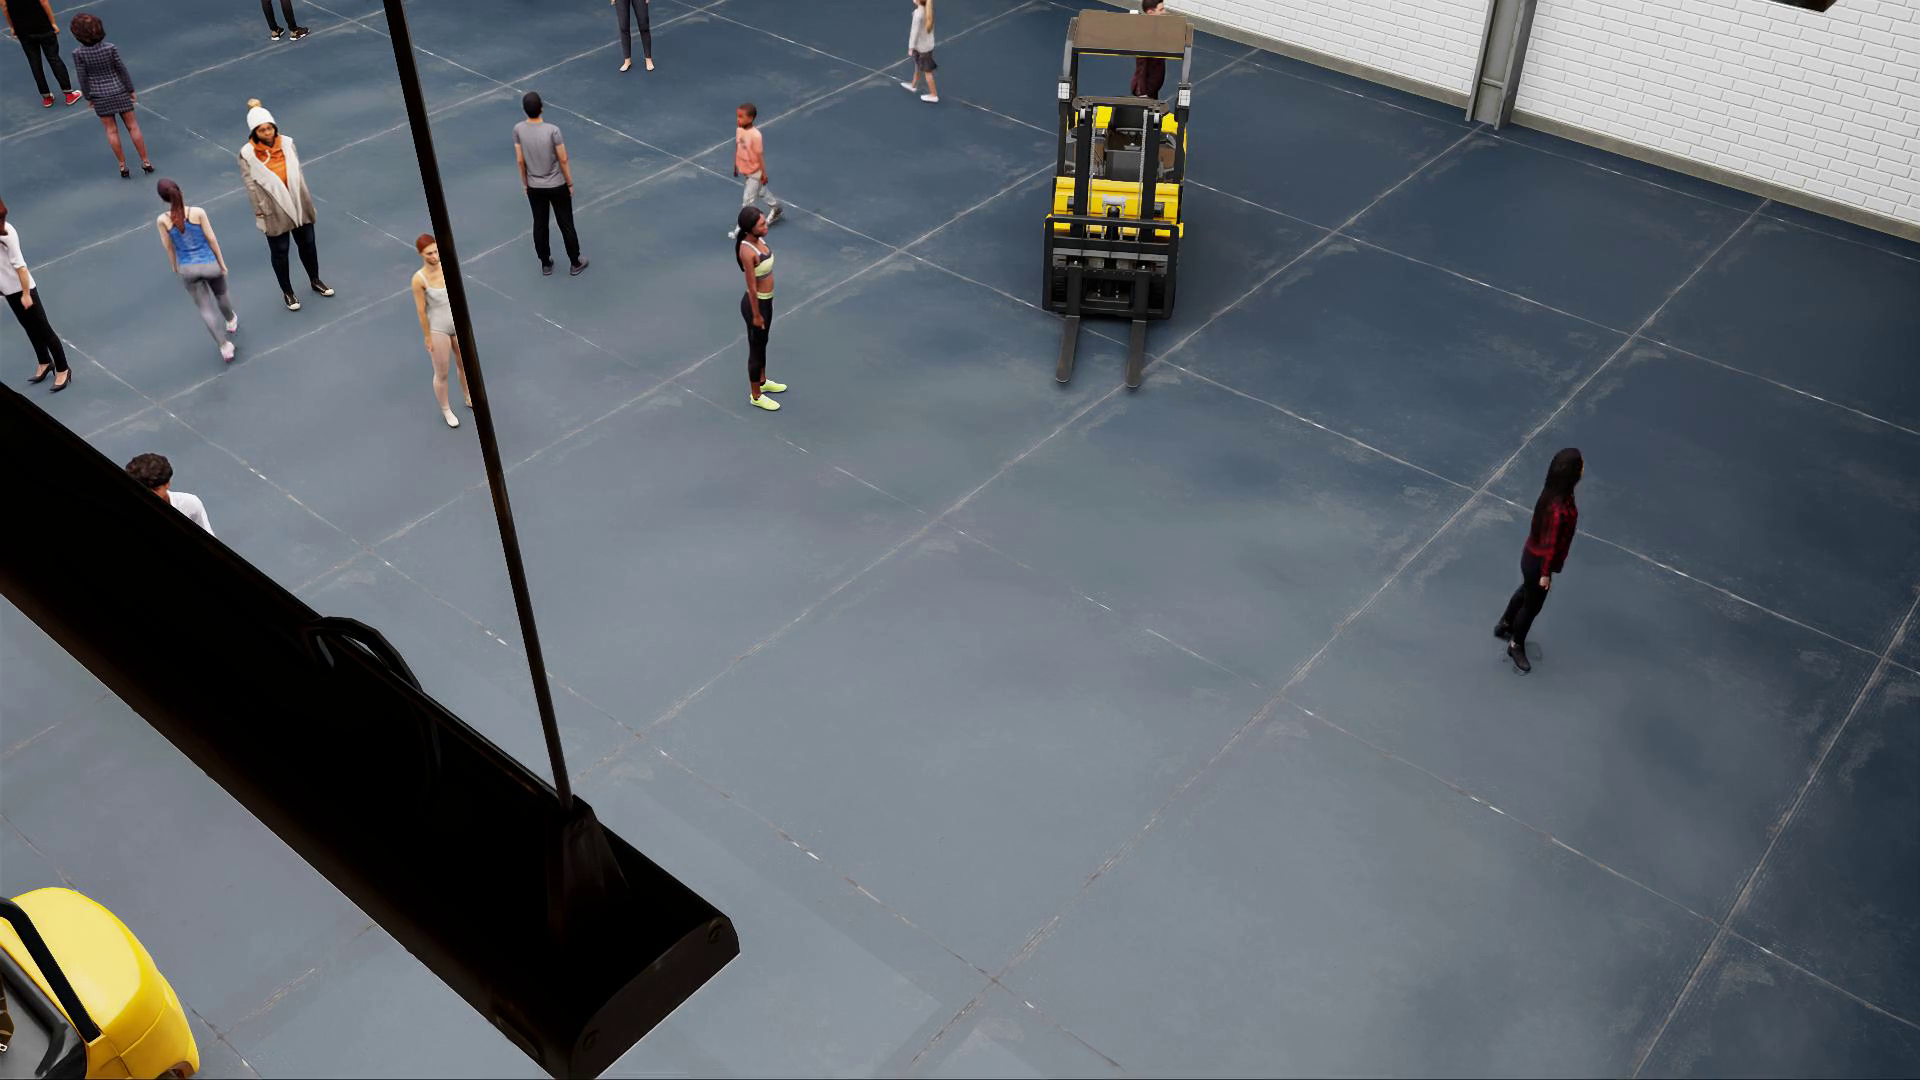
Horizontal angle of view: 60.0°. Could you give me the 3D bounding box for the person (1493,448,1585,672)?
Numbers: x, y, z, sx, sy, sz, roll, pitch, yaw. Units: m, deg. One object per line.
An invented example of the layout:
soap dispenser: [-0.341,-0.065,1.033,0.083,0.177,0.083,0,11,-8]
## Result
person: [3.818,0.144,10.949,0.655,1.641,0.685,25,45,28]

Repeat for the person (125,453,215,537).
person: [-4.999,0.209,10.733,0.722,1.809,0.722,-15,41,-18]

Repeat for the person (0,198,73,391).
person: [-7.675,-2.051,13.574,0.490,1.795,0.690,22,44,25]

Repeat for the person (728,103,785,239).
person: [-1.934,-3.564,15.869,0.651,1.295,0.872,-28,47,-31]

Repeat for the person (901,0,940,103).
person: [-0.344,-5.414,18.217,0.812,1.257,0.642,16,41,19]

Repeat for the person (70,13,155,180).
person: [-8.496,-4.433,16.631,0.698,1.702,0.680,-18,42,-21]

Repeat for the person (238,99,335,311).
person: [-5.969,-2.968,14.645,0.656,1.891,0.705,30,48,32]

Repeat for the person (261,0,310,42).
person: [-8.113,-6.785,19.457,0.706,1.852,0.811,4,39,5]

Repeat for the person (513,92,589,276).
person: [-3.744,-3.226,15.078,0.673,1.755,0.758,2,39,2]

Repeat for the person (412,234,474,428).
person: [-4.095,-1.691,13.245,0.458,1.644,0.552,29,47,31]

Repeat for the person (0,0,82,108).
person: [-10.056,-5.580,18.024,0.707,1.757,0.736,-8,39,-10]

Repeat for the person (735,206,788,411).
person: [-1.639,-1.885,13.399,0.670,1.755,0.643,4,39,6]

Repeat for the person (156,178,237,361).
person: [-6.391,-2.239,13.983,0.853,1.578,1.033,-13,40,-16]

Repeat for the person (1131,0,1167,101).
person: [1.868,-4.560,16.659,0.747,1.865,0.768,10,40,13]

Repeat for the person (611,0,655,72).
person: [-3.736,-6.206,18.799,0.683,1.768,0.737,-4,39,-5]
